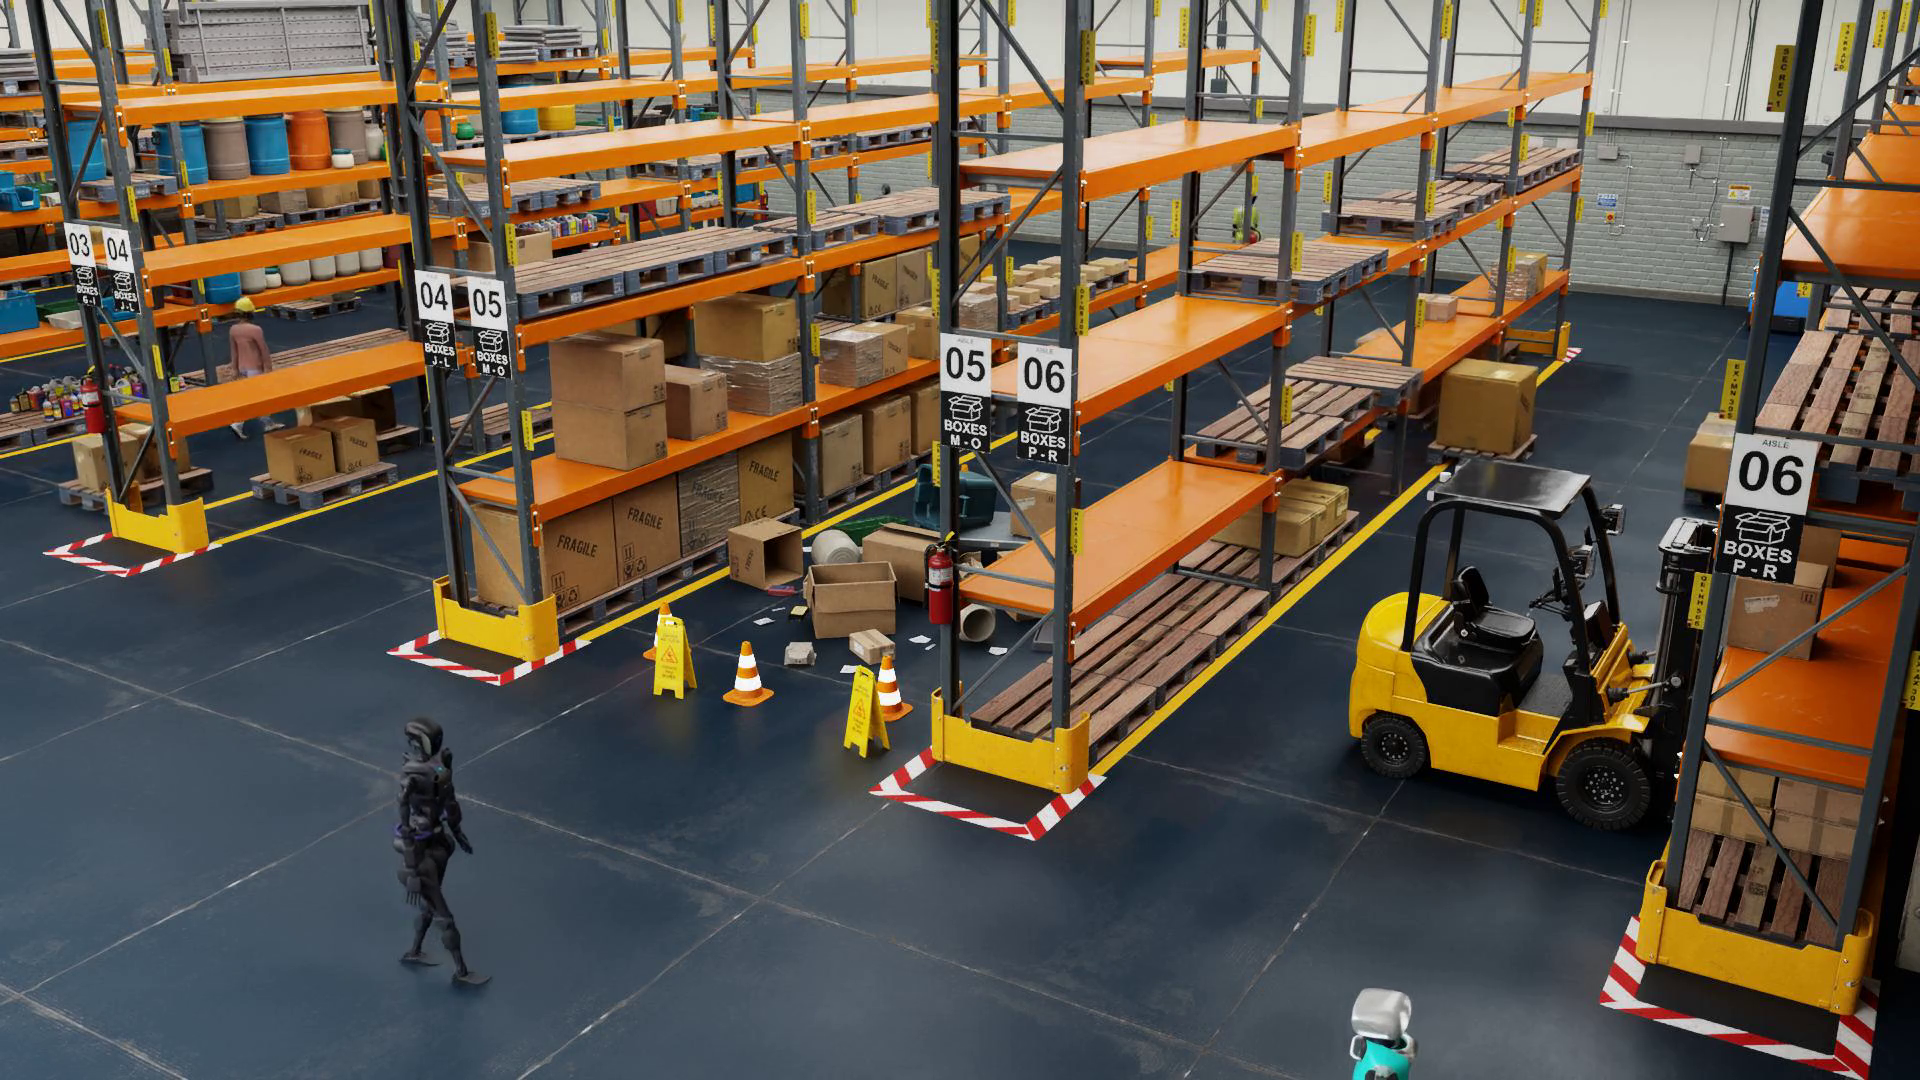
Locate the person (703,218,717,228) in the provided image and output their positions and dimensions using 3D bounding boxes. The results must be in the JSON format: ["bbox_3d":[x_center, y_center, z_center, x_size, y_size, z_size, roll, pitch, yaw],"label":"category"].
[{"bbox_3d":[-5.246,-7.057,34.848,0.491,1.688,0.348,-6,20,-17],"label":"person"}]

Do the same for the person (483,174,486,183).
[{"bbox_3d":[-10.389,-7.720,36.592,0.336,1.799,0.528,8,21,22],"label":"person"}]

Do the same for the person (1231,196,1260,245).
[{"bbox_3d":[5.189,-5.592,30.653,0.599,1.648,0.604,-5,20,-15],"label":"person"}]

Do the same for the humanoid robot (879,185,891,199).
[{"bbox_3d":[-1.400,-5.946,31.705,0.600,1.622,0.768,-10,22,-27],"label":"humanoid robot"}]

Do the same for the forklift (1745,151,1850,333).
[{"bbox_3d":[13.620,-4.667,26.137,1.873,2.768,1.129,11,22,29],"label":"forklift"}]

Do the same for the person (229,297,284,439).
[{"bbox_3d":[-8.765,-2.116,20.477,0.519,1.737,0.794,11,22,28],"label":"person"}]

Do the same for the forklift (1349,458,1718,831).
[{"bbox_3d":[3.988,0.658,11.776,2.313,2.155,1.214,11,22,29],"label":"forklift"}]

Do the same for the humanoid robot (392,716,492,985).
[{"bbox_3d":[-2.978,1.751,9.444,0.704,1.633,0.589,4,19,10],"label":"humanoid robot"}]

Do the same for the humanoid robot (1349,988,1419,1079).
[{"bbox_3d":[1.430,2.554,6.780,0.735,1.677,0.533,6,20,18],"label":"humanoid robot"}]
